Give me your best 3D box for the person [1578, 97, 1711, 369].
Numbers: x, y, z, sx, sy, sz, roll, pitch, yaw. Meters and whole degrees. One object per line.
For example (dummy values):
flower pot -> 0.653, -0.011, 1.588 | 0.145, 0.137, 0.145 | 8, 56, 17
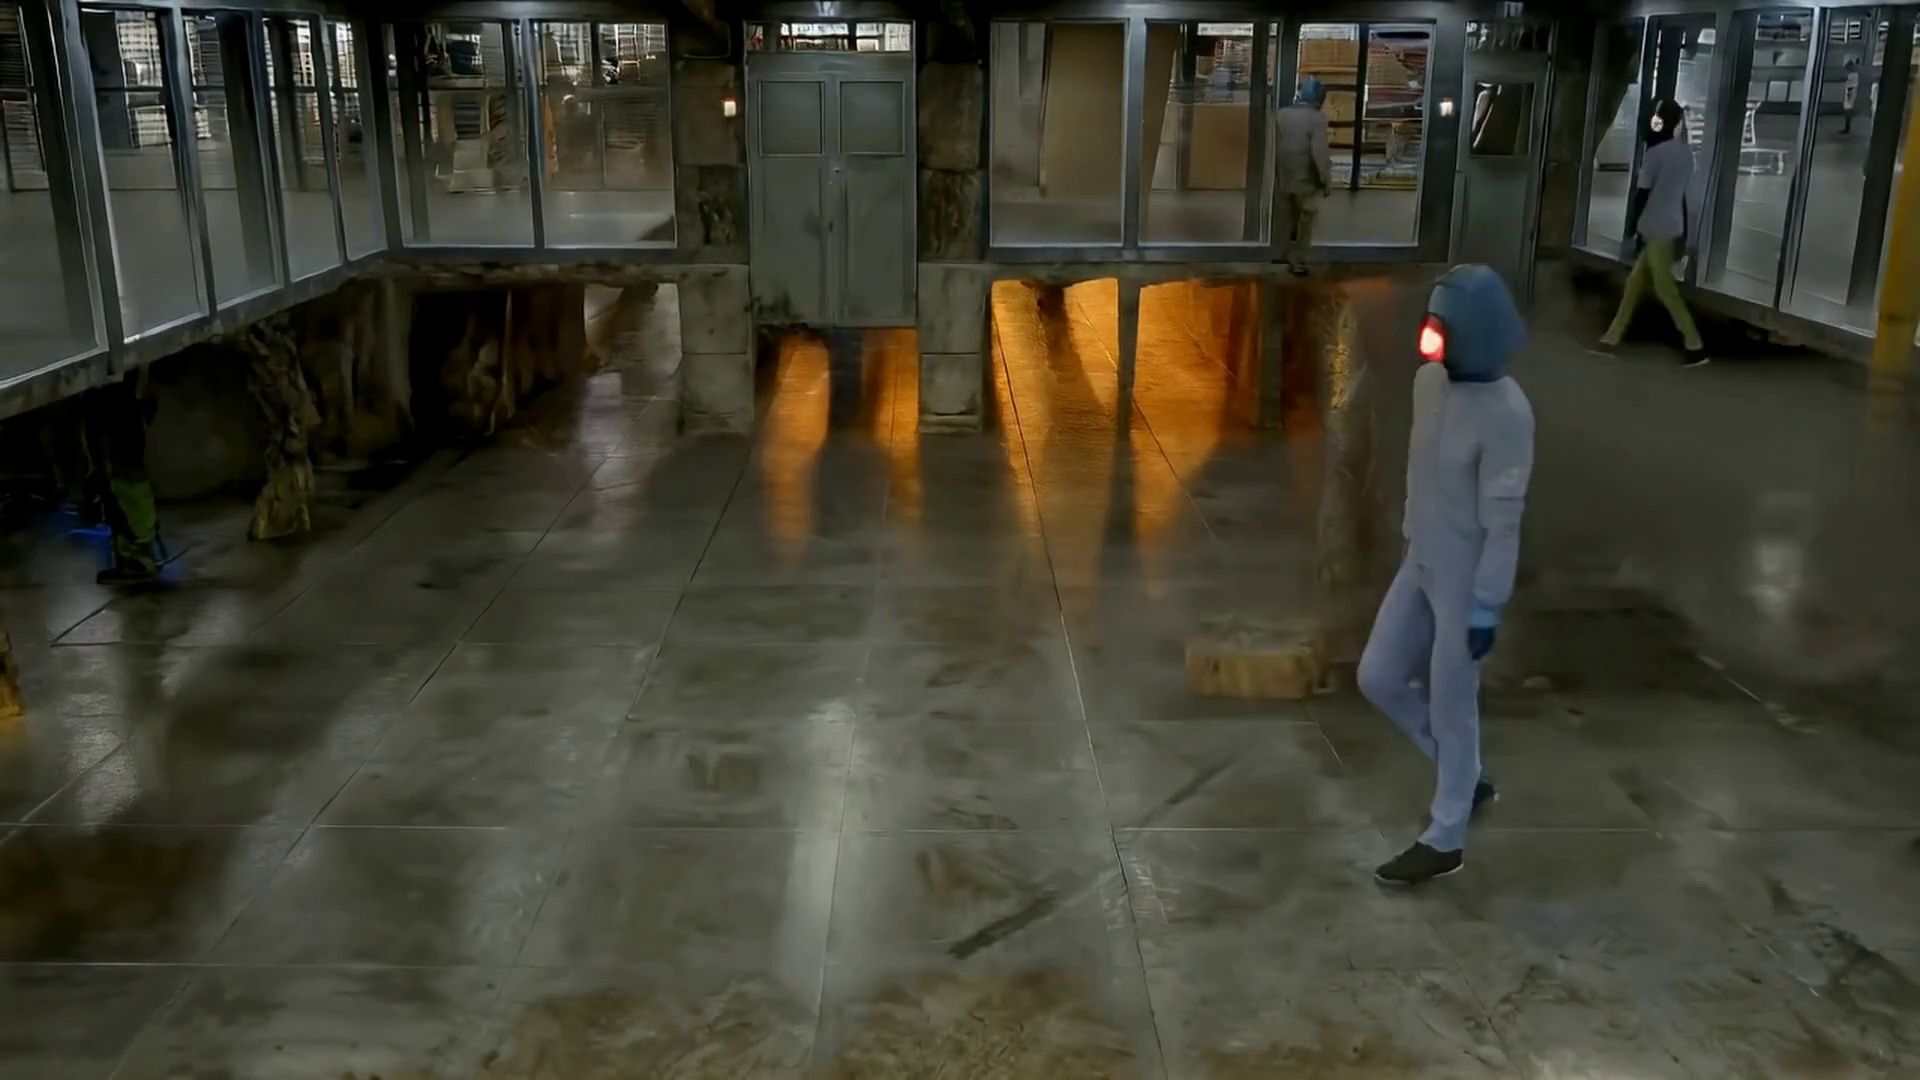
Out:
person -> 4.806, -2.096, 11.425 | 0.533, 1.812, 0.993 | -15, 22, -40

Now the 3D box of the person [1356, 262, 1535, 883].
person -> 1.231, 0.107, 4.227 | 0.352, 1.619, 0.526 | -4, 17, -12

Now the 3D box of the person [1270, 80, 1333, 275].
person -> 3.313, -3.493, 16.089 | 0.402, 1.855, 0.694 | -6, 17, -20
